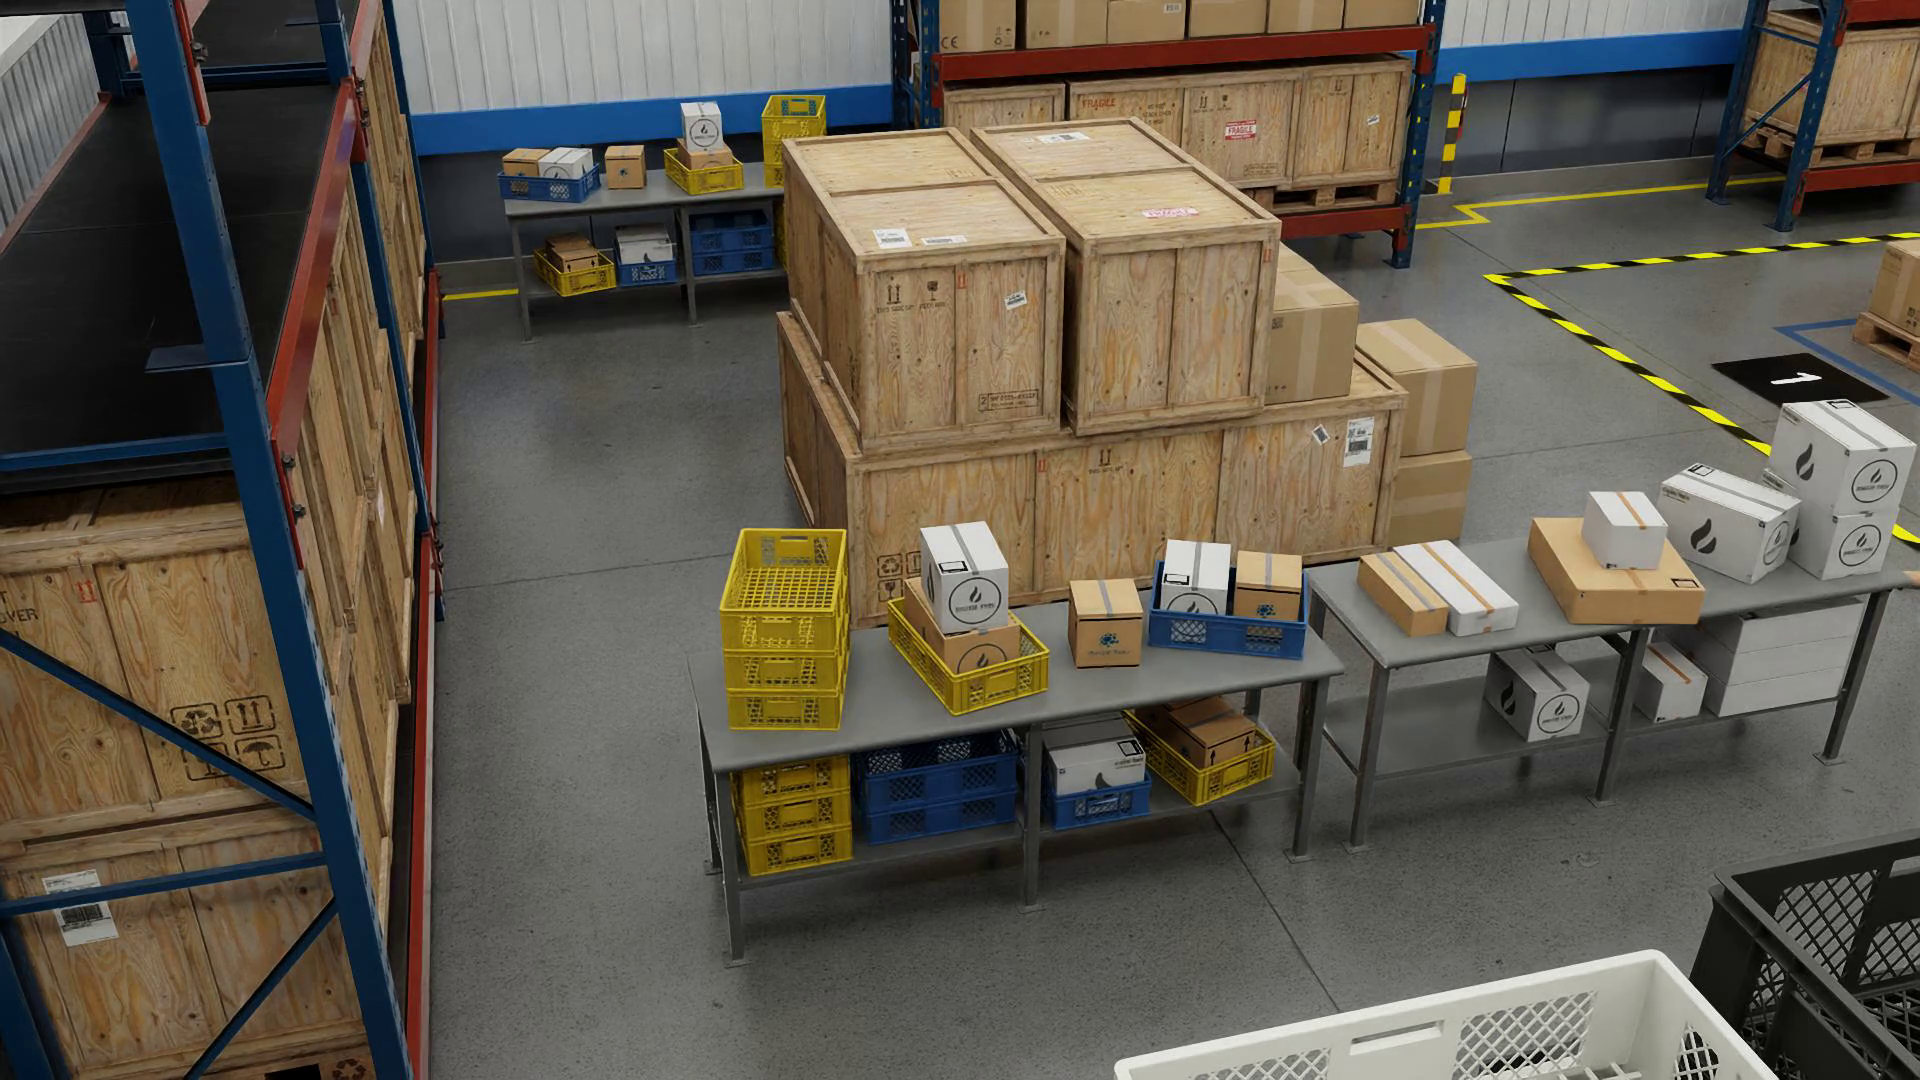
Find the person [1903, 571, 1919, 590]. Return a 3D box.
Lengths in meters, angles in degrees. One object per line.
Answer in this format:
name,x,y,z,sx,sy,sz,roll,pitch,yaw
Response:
person,5.206,-0.556,8.286,0.366,2.048,0.605,0,29,0
